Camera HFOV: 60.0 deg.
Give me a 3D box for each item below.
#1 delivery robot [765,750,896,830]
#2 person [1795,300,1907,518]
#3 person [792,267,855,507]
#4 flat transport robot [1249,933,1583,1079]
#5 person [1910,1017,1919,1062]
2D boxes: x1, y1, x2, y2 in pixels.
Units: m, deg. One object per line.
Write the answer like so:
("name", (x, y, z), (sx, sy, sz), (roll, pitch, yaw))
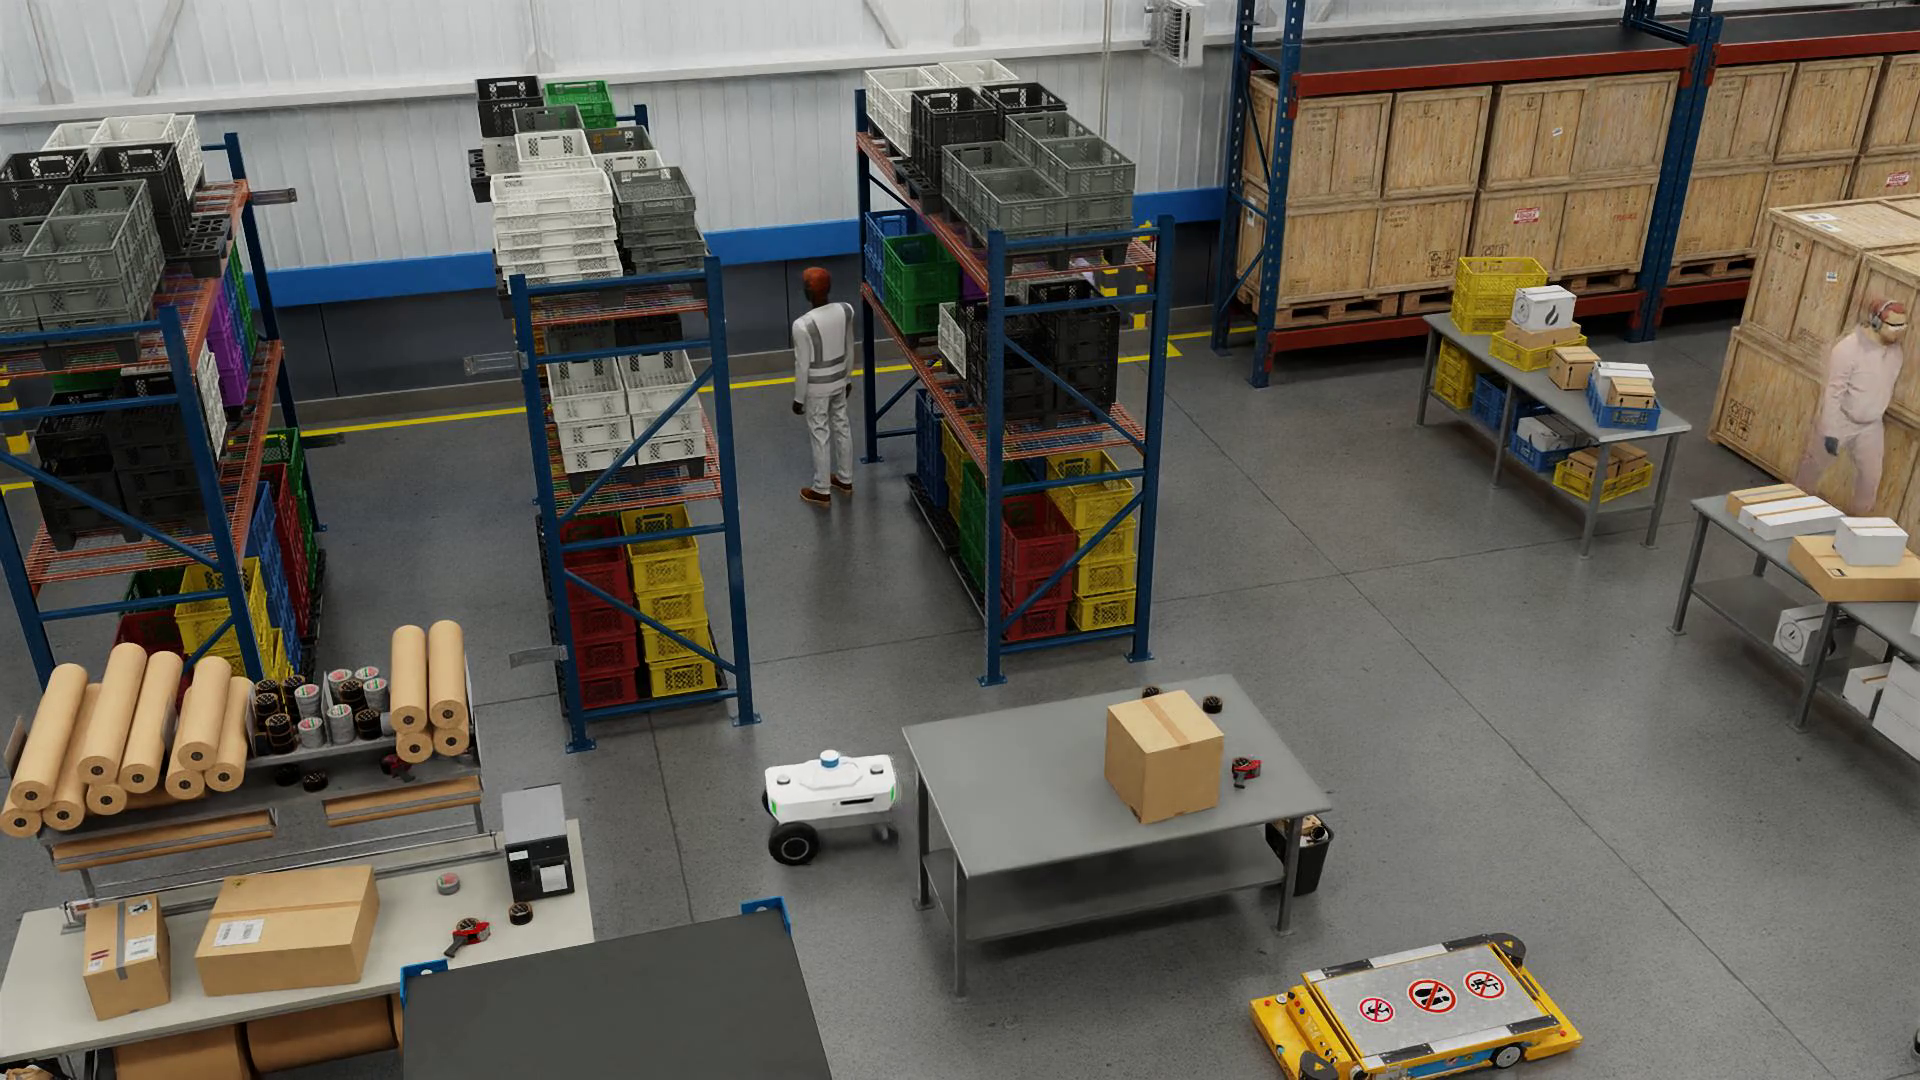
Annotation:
("delivery robot", (-0.713, 1.388, 9.222), (0.707, 0.478, 0.477), (-5, 29, -9))
("person", (6.480, -0.804, 11.949), (0.649, 1.873, 0.881), (-7, 29, -12))
("person", (-1.034, -1.163, 12.588), (0.356, 1.884, 0.574), (24, 37, 37))
("flat transport robot", (2.184, 2.282, 7.980), (1.431, 0.197, 0.652), (-8, 30, -14))
("person", (4.719, 1.673, 7.478), (0.404, 1.835, 0.588), (-24, 37, -36))
